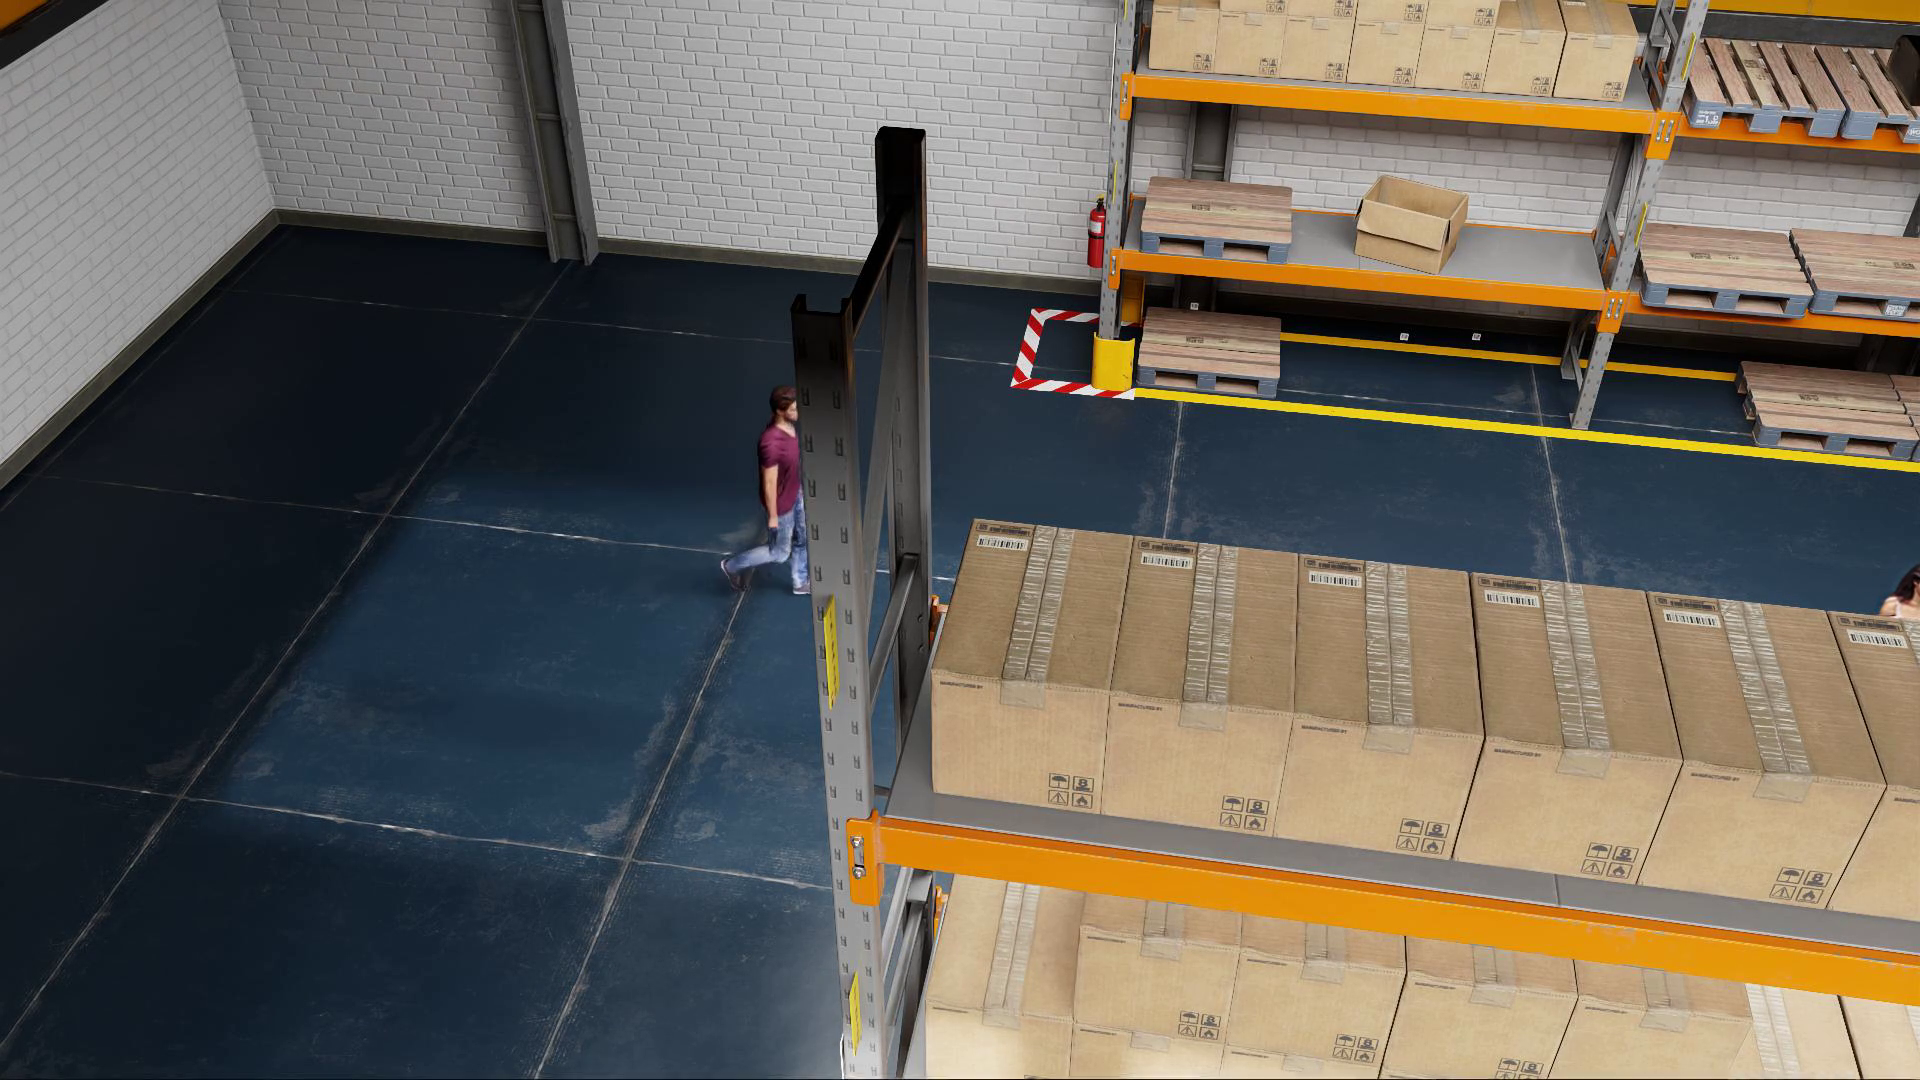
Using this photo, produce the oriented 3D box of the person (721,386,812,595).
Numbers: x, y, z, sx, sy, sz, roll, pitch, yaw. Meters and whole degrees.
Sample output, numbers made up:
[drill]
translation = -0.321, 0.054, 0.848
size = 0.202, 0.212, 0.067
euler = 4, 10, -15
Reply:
[person]
translation = -1.333, -0.316, 11.666
size = 0.989, 1.818, 0.690
euler = 7, 39, 9
